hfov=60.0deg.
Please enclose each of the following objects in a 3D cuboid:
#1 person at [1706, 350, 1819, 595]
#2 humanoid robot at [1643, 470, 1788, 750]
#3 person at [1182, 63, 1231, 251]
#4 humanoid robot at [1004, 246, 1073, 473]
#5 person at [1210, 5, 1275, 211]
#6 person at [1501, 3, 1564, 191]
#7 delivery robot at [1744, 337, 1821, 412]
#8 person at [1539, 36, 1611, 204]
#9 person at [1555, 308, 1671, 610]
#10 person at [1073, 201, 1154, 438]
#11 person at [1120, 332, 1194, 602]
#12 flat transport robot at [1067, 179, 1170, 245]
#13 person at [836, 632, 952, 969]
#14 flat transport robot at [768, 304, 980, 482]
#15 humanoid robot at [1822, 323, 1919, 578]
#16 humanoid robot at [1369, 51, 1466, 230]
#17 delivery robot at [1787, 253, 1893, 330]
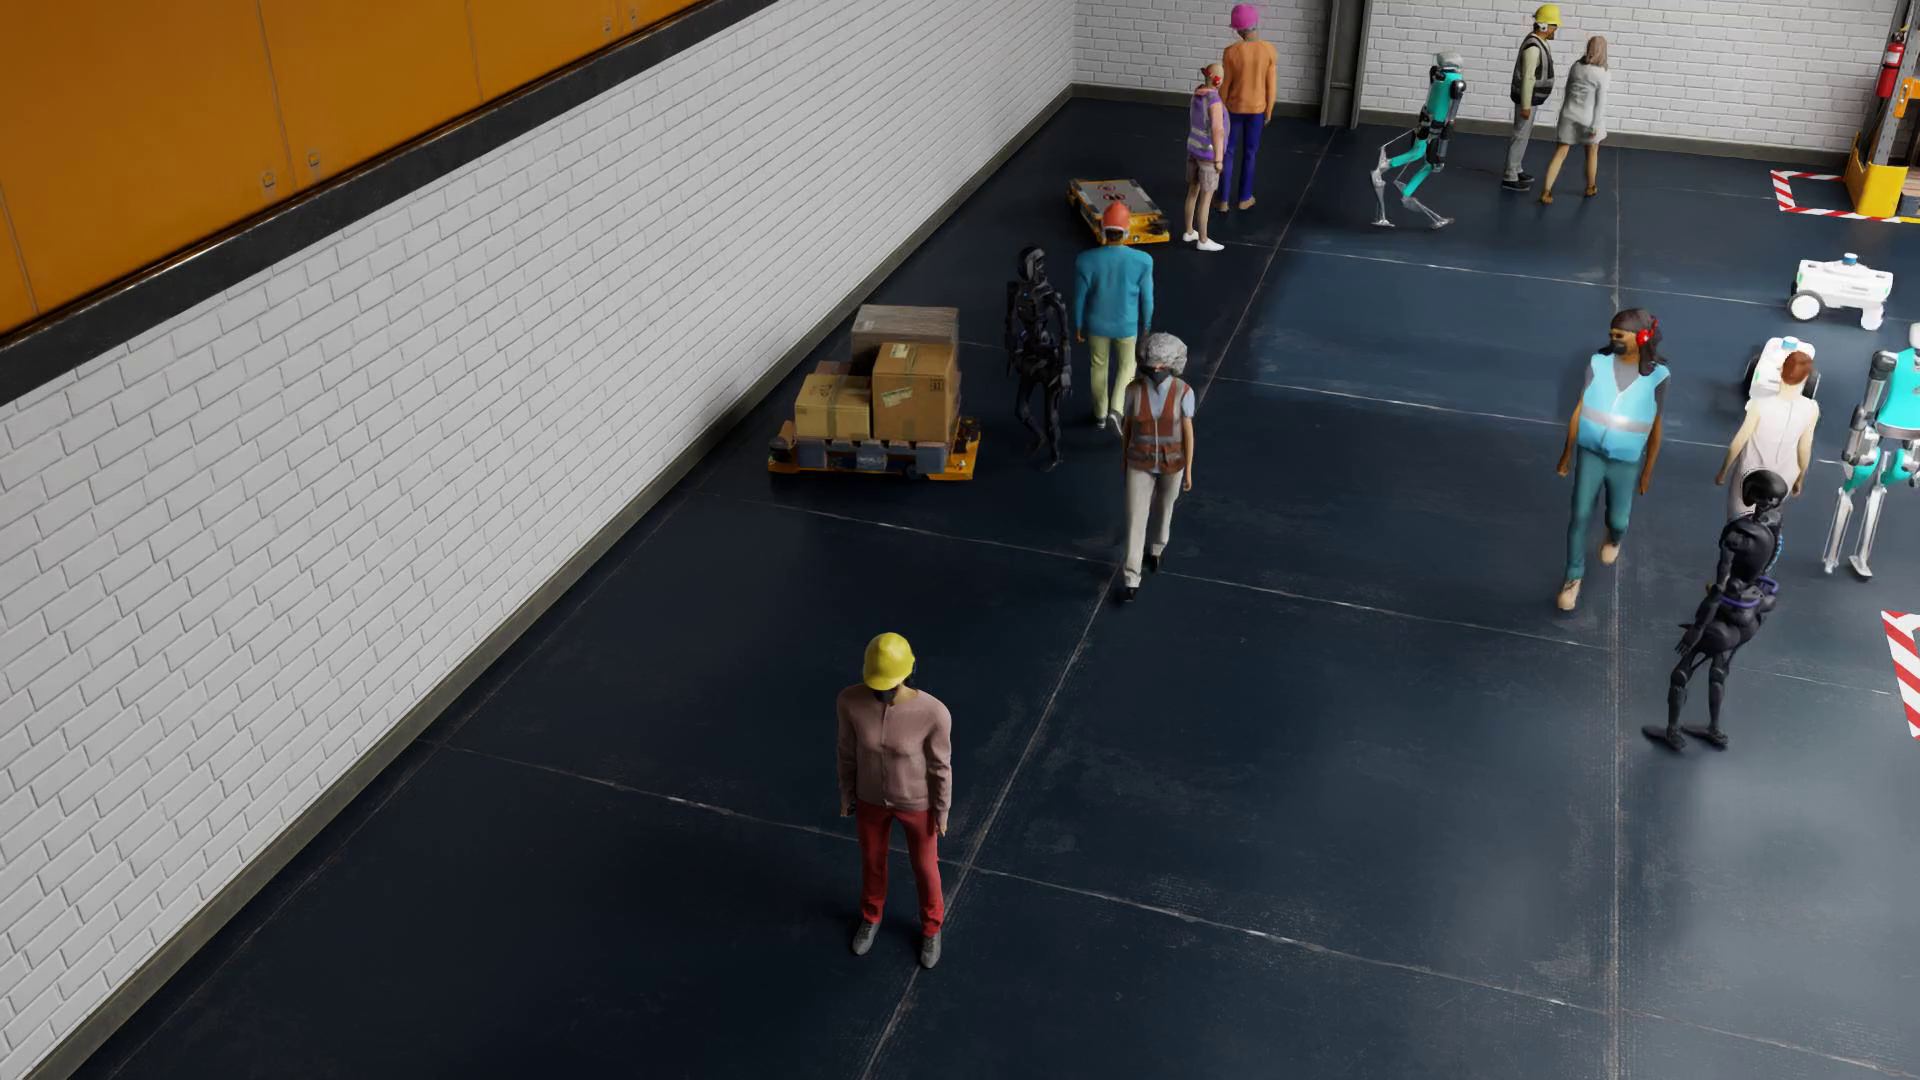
[{"bbox_3d":[4.758,-0.373,9.905,0.440,1.640,0.445,0,30,-1],"label":"person"},{"bbox_3d":[3.970,0.355,8.626,0.604,1.649,0.390,-22,37,-33],"label":"humanoid robot"},{"bbox_3d":[2.238,-3.484,15.149,0.347,1.690,0.481,-11,32,-19],"label":"person"},{"bbox_3d":[0.567,-1.233,11.343,0.594,1.640,0.393,24,38,35],"label":"humanoid robot"},{"bbox_3d":[2.731,-4.127,15.991,0.563,1.955,0.389,-1,30,-1],"label":"person"},{"bbox_3d":[5.705,-4.427,16.628,0.403,1.825,0.595,12,33,20],"label":"person"},{"bbox_3d":[6.159,-1.234,12.452,0.511,0.605,0.777,17,34,26],"label":"delivery robot"},{"bbox_3d":[6.060,-4.109,16.272,0.478,1.620,0.836,23,37,33],"label":"person"},{"bbox_3d":[3.884,-0.505,9.930,0.535,1.836,0.722,17,34,27],"label":"person"},{"bbox_3d":[1.079,-1.548,11.804,0.579,1.734,0.589,6,31,10],"label":"person"},{"bbox_3d":[1.176,-0.439,9.994,0.434,1.655,0.744,4,31,6],"label":"person"},{"bbox_3d":[1.509,-3.173,16.023,0.659,0.231,1.431,-5,31,-9],"label":"flat transport robot"},{"bbox_3d":[-0.287,1.136,7.227,0.519,1.758,0.346,8,31,14],"label":"person"},{"bbox_3d":[-0.595,-0.675,11.774,1.431,0.231,0.659,3,31,5],"label":"flat transport robot"},{"bbox_3d":[5.628,-0.568,10.123,0.532,1.767,0.715,9,32,15],"label":"humanoid robot"},{"bbox_3d":[4.187,-3.610,15.345,1.045,1.746,0.561,-6,31,-11],"label":"humanoid robot"},{"bbox_3d":[7.353,-2.096,13.928,0.814,0.613,0.499,14,33,23],"label":"delivery robot"}]
